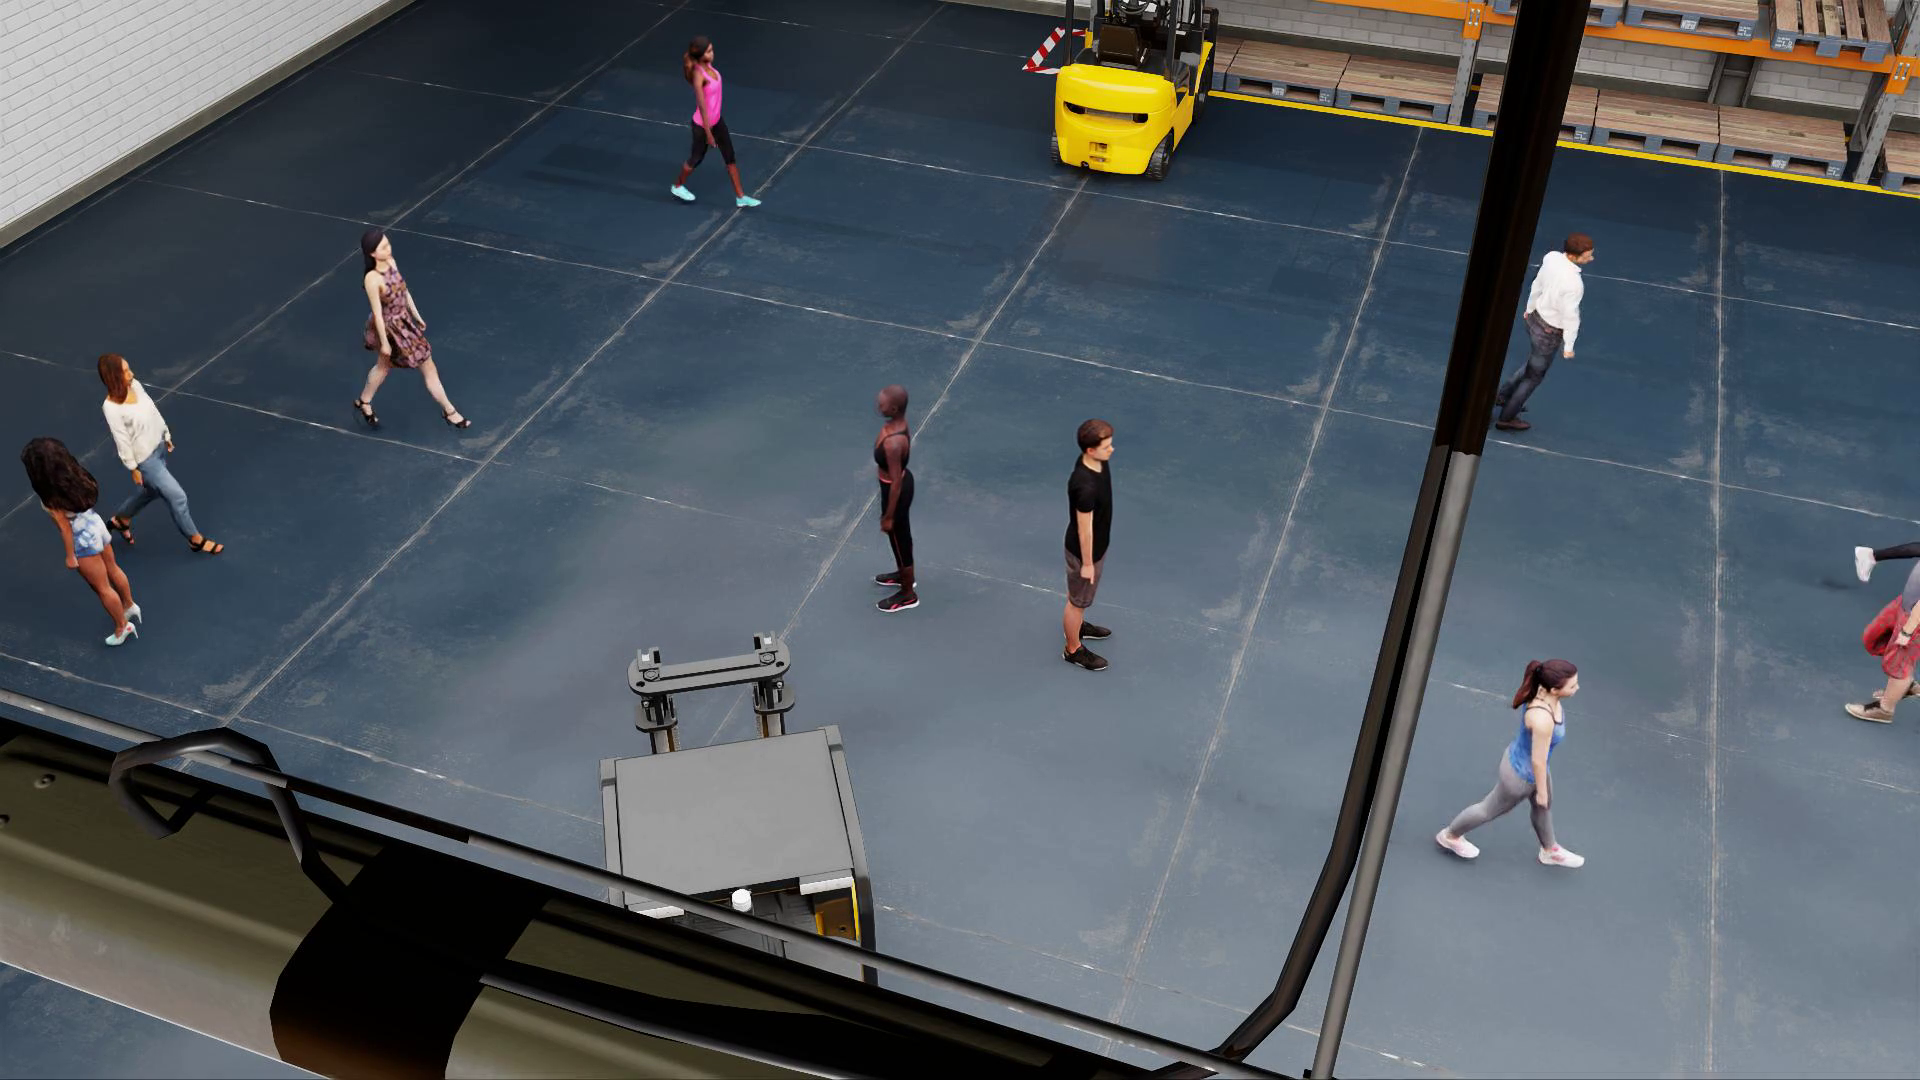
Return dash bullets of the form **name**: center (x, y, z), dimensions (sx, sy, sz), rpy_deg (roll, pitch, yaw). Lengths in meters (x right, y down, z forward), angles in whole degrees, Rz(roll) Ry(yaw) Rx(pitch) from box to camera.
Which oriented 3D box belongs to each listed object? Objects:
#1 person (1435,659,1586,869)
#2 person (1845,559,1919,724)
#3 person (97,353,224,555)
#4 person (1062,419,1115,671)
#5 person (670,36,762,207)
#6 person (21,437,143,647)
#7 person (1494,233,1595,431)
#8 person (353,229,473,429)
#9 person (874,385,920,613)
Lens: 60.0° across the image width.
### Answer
- **person**: center (3.088, 1.268, 9.327), dimensions (1.047, 1.569, 0.589), rpy_deg (14, 41, 17)
- **person**: center (5.985, 0.495, 10.240), dimensions (0.679, 1.638, 0.593), rpy_deg (11, 40, 14)
- **person**: center (-5.740, -0.573, 11.565), dimensions (1.107, 1.653, 0.868), rpy_deg (-2, 39, -2)
- **person**: center (0.816, -0.006, 10.688), dimensions (0.630, 1.861, 0.728), rpy_deg (6, 39, 8)
- **person**: center (-2.472, -3.927, 15.744), dimensions (1.152, 1.679, 0.626), rpy_deg (10, 40, 12)
- **person**: center (-5.713, 0.007, 10.863), dimensions (0.692, 1.623, 0.663), rpy_deg (-5, 39, -6)
- **person**: center (4.437, -1.584, 12.691), dimensions (0.814, 1.828, 0.858), rpy_deg (-13, 40, -15)
- **person**: center (-4.405, -1.570, 12.754), dimensions (1.230, 1.727, 0.851), rpy_deg (1, 39, 2)
- **person**: center (-0.416, -0.296, 11.130), dimensions (0.647, 1.763, 0.650), rpy_deg (-1, 39, -1)
